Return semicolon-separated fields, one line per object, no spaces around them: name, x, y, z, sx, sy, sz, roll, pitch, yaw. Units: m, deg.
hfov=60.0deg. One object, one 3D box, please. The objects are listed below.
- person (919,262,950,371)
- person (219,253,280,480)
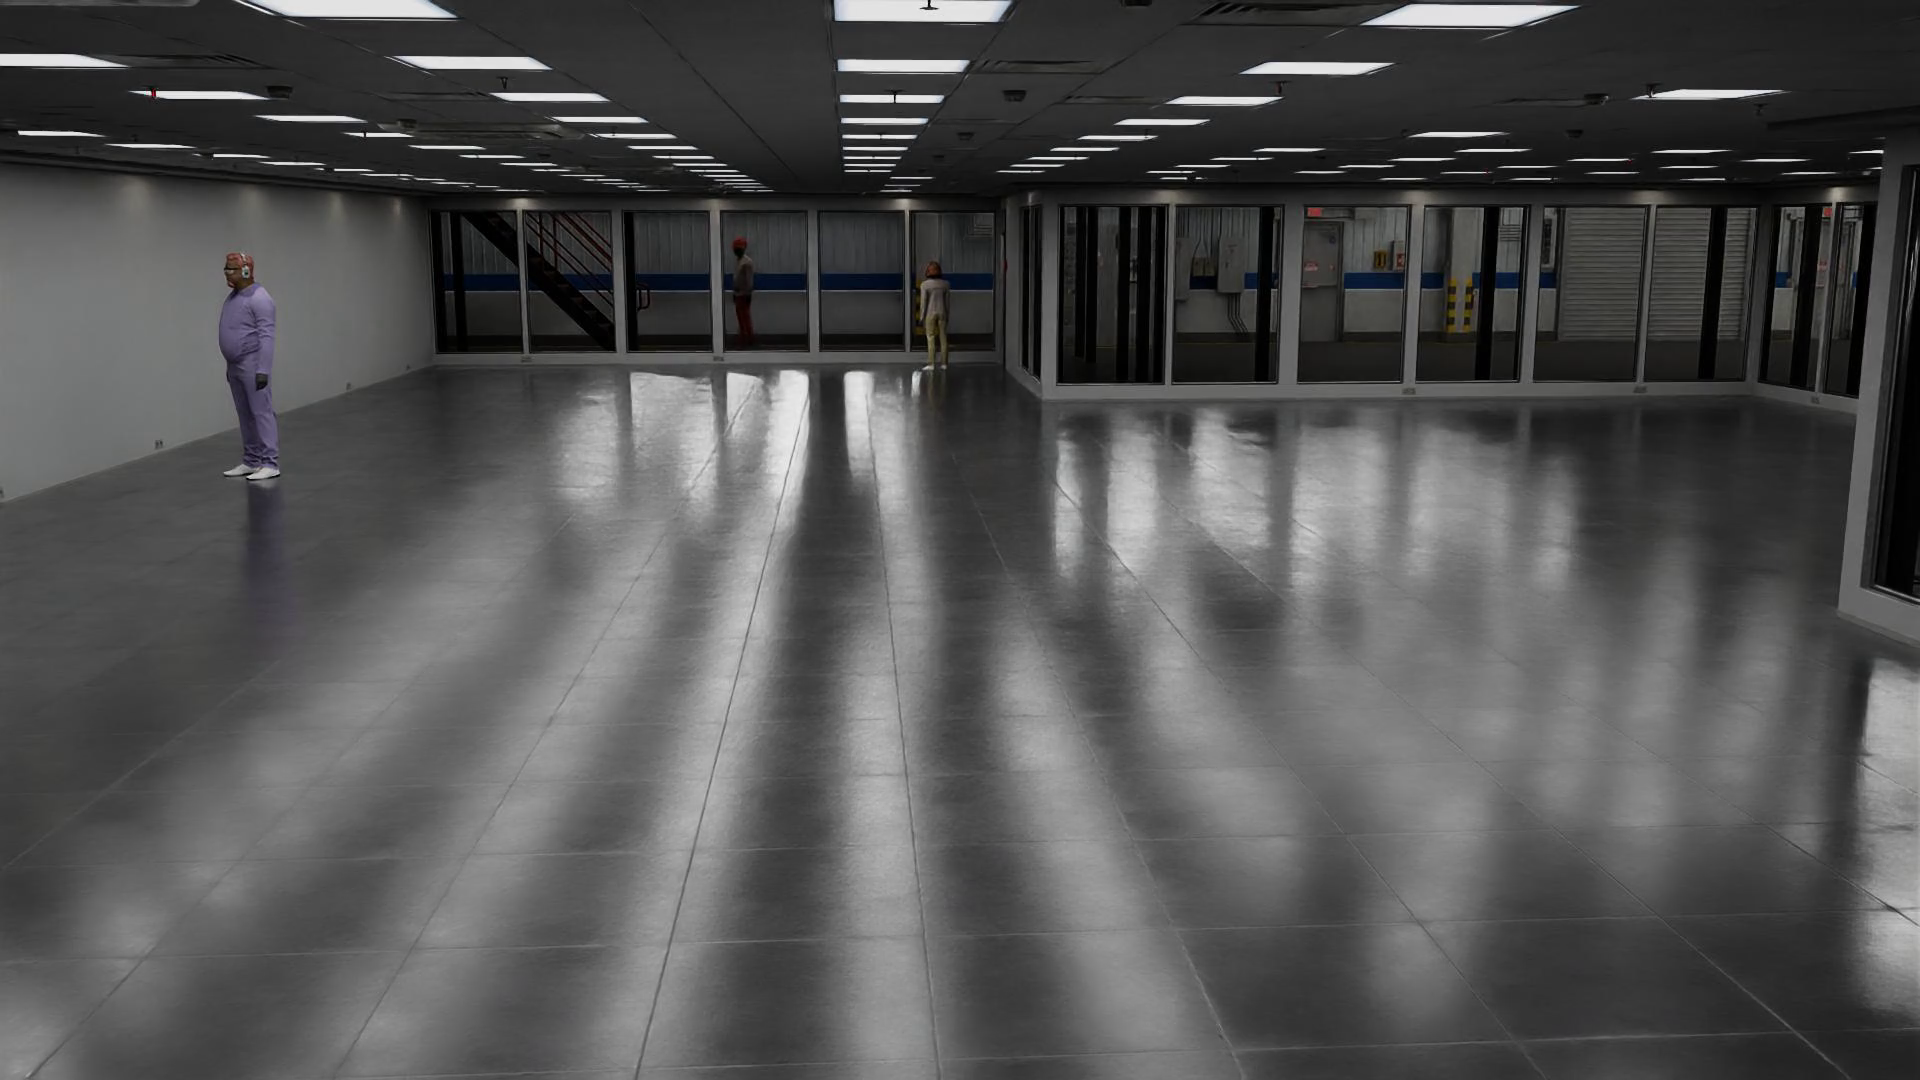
person;-0.380;-3.369;25.088;0.498;1.634;0.278;-6;12;-28
person;-6.045;-1.465;14.087;0.641;1.908;0.407;9;14;39
